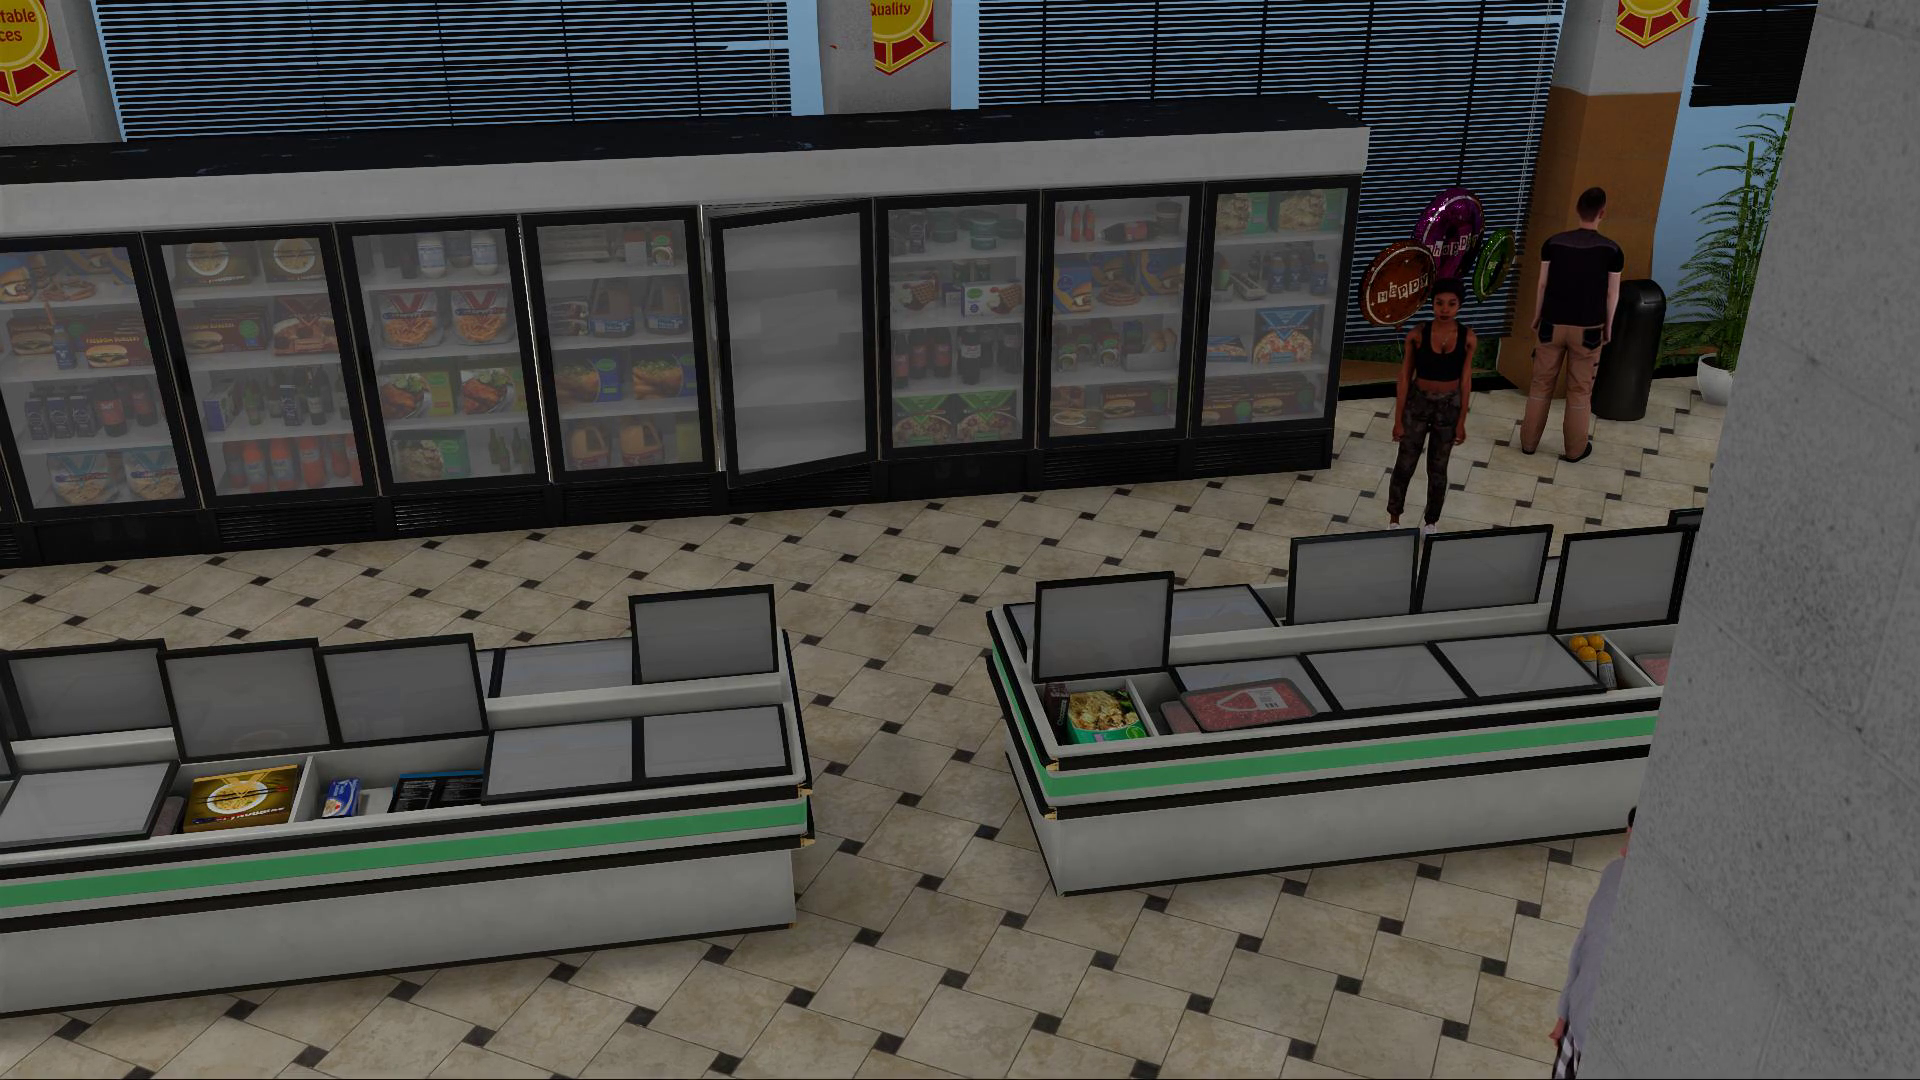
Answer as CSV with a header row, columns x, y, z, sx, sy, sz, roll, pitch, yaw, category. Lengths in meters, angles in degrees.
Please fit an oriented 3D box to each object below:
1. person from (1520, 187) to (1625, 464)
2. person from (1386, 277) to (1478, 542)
x,y,z,sx,sy,sz,roll,pitch,yaw,category
4.057,-1.433,11.051,0.754,1.841,0.832,15,31,27,person
2.791,-0.693,9.867,0.570,1.591,0.709,5,27,9,person
